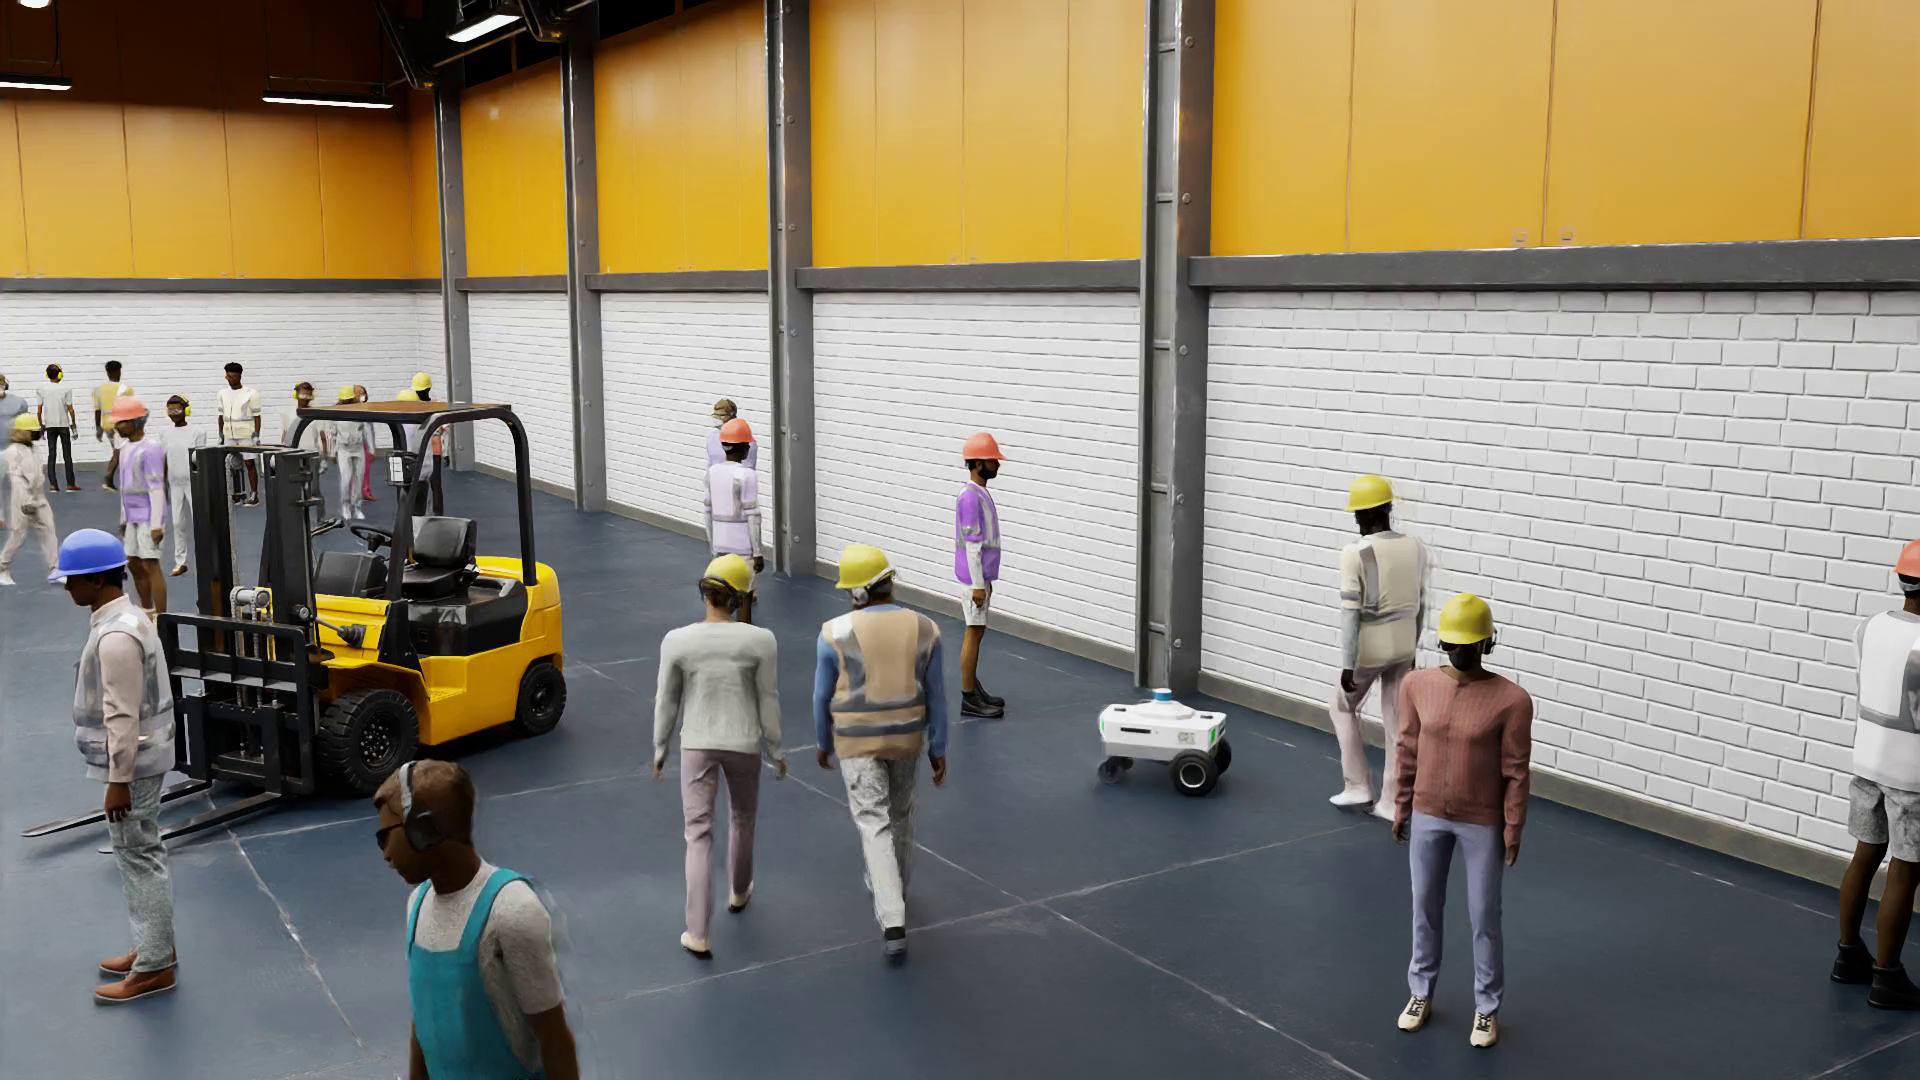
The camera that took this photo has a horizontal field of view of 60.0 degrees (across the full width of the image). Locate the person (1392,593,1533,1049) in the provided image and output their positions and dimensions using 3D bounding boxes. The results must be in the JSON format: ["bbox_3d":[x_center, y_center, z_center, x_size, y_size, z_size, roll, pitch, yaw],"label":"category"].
[{"bbox_3d":[1.912,1.065,6.385,0.518,1.757,0.336,6,10,36],"label":"person"}]

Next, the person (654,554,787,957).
[{"bbox_3d":[-1.078,0.921,7.484,0.597,1.703,0.862,-1,8,-6],"label":"person"}]

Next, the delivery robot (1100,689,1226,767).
[{"bbox_3d":[1.186,1.116,9.750,0.707,0.478,0.477,3,9,19],"label":"delivery robot"}]

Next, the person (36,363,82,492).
[{"bbox_3d":[-13.085,-1.619,24.121,0.533,1.859,0.310,-1,9,-8],"label":"person"}]

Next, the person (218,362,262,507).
[{"bbox_3d":[-9.722,-1.420,22.421,0.614,1.964,0.361,1,9,8],"label":"person"}]

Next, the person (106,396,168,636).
[{"bbox_3d":[-6.836,-0.179,13.871,0.623,2.035,0.404,8,11,42],"label":"person"}]

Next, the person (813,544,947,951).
[{"bbox_3d":[-0.348,0.903,7.449,0.585,1.784,0.905,-4,9,-26],"label":"person"}]

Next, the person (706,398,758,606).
[{"bbox_3d":[-2.099,-0.340,15.289,0.625,1.931,0.379,7,11,41],"label":"person"}]

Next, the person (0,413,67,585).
[{"bbox_3d":[-9.198,-0.392,16.389,0.646,1.741,0.489,1,9,9],"label":"person"}]

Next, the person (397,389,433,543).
[{"bbox_3d":[-6.031,-0.751,18.377,0.404,1.827,0.599,1,8,4],"label":"person"}]

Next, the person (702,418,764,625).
[{"bbox_3d":[-1.693,0.046,12.632,0.542,1.939,0.368,7,11,38],"label":"person"}]

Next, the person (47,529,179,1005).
[{"bbox_3d":[-3.448,0.911,6.832,0.425,1.936,0.615,-4,9,-26],"label":"person"}]

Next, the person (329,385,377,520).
[{"bbox_3d":[-7.714,-1.102,21.116,0.505,1.723,0.436,-7,11,-38],"label":"person"}]

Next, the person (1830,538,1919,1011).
[{"bbox_3d":[3.836,0.932,6.724,0.392,1.929,0.539,-1,9,-10],"label":"person"}]

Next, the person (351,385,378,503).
[{"bbox_3d":[-8.264,-1.324,22.922,0.298,1.626,0.498,5,10,30],"label":"person"}]

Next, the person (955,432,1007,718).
[{"bbox_3d":[0.141,0.234,11.359,0.349,1.942,0.545,1,8,4],"label":"person"}]

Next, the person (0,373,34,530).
[{"bbox_3d":[-11.672,-1.082,20.294,0.635,1.928,0.382,-8,11,-42],"label":"person"}]

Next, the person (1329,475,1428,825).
[{"bbox_3d":[2.255,0.588,9.101,0.618,1.893,0.631,-4,9,-26],"label":"person"}]

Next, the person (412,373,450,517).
[{"bbox_3d":[-6.532,-1.084,20.325,0.585,1.917,0.381,-1,9,-9],"label":"person"}]

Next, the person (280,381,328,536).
[{"bbox_3d":[-7.783,-0.956,19.719,0.544,1.843,0.362,-3,9,-21],"label":"person"}]

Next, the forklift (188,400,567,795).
[{"bbox_3d":[-3.529,0.258,10.348,1.214,2.155,2.313,4,9,25],"label":"forklift"}]

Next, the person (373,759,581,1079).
[{"bbox_3d":[-1.070,1.413,3.903,0.651,1.807,0.341,7,11,38],"label":"person"}]

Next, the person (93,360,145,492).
[{"bbox_3d":[-12.315,-1.664,24.256,0.606,1.922,1.009,2,9,11],"label":"person"}]

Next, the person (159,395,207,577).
[{"bbox_3d":[-7.884,-0.549,16.926,0.514,1.861,0.321,1,8,4],"label":"person"}]
